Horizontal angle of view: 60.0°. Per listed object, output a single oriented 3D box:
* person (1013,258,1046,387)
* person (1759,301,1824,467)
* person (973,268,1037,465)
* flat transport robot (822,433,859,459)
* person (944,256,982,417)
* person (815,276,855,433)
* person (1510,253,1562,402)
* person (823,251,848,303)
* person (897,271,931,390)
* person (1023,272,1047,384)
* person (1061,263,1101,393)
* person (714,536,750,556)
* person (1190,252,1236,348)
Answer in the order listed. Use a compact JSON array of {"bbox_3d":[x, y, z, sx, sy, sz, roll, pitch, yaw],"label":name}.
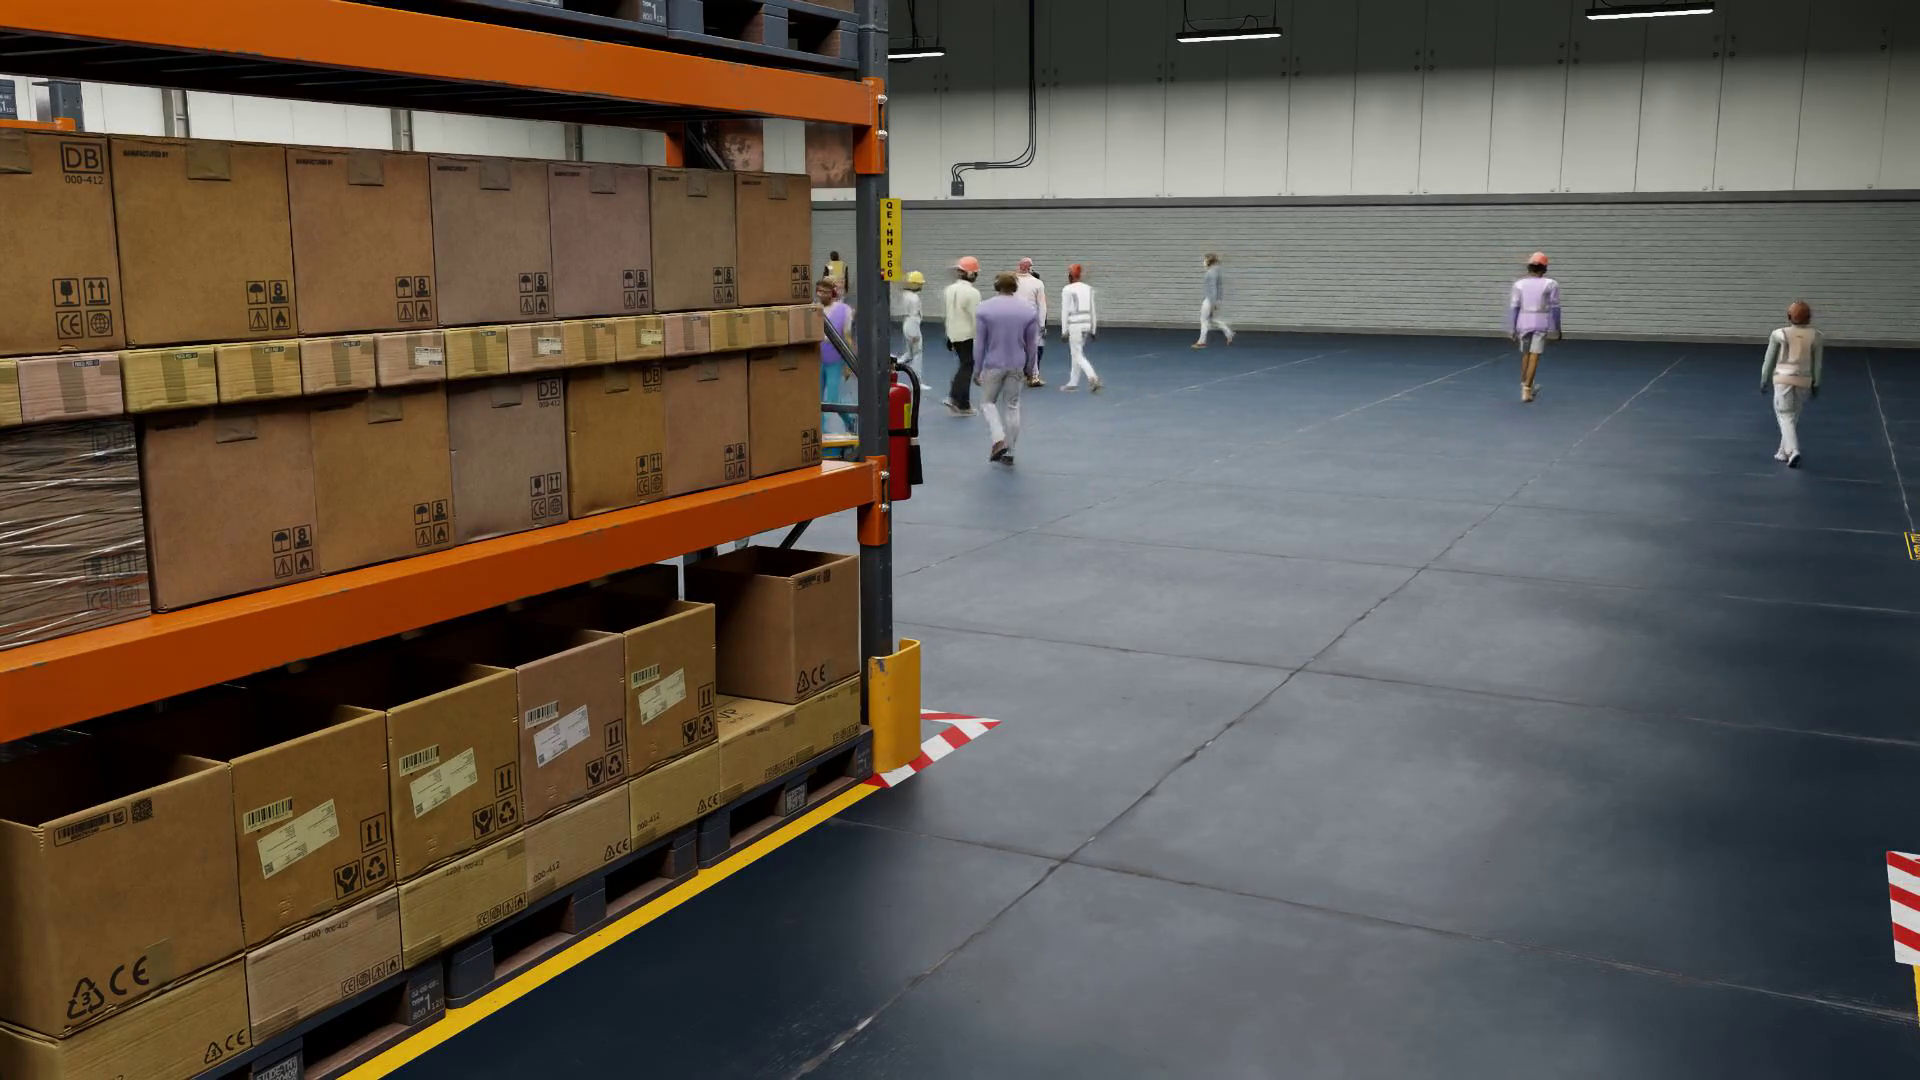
[{"bbox_3d":[0.975,-3.215,24.646,0.651,1.906,0.402,4,11,22],"label":"person"},{"bbox_3d":[8.131,-1.523,16.235,0.524,1.604,0.813,1,10,6],"label":"person"},{"bbox_3d":[0.431,-1.681,16.242,0.648,1.918,0.437,-2,11,-12],"label":"person"},{"bbox_3d":[-1.541,-0.909,16.530,1.431,0.197,0.652,-7,12,-34],"label":"flat transport robot"},{"bbox_3d":[0.079,-2.506,20.571,0.434,1.980,0.659,-7,13,-34],"label":"person"},{"bbox_3d":[-1.365,-1.868,17.523,0.587,1.818,0.591,6,12,28],"label":"person"},{"bbox_3d":[7.860,-2.890,22.624,0.618,1.993,1.029,9,13,39],"label":"person"},{"bbox_3d":[-3.246,-6.546,43.001,0.662,1.829,0.572,-4,11,-22],"label":"person"},{"bbox_3d":[-0.742,-3.021,24.074,0.587,1.722,0.506,-4,11,-19],"label":"person"},{"bbox_3d":[1.057,-3.172,24.997,0.451,1.691,0.621,-9,14,-40],"label":"person"},{"bbox_3d":[1.744,-3.000,23.643,0.602,1.858,0.845,-9,14,-40],"label":"person"},{"bbox_3d":[-1.631,-0.644,11.365,0.507,1.632,0.272,3,11,17],"label":"person"},{"bbox_3d":[5.053,-4.769,33.100,0.825,1.919,0.638,1,10,8],"label":"person"}]
